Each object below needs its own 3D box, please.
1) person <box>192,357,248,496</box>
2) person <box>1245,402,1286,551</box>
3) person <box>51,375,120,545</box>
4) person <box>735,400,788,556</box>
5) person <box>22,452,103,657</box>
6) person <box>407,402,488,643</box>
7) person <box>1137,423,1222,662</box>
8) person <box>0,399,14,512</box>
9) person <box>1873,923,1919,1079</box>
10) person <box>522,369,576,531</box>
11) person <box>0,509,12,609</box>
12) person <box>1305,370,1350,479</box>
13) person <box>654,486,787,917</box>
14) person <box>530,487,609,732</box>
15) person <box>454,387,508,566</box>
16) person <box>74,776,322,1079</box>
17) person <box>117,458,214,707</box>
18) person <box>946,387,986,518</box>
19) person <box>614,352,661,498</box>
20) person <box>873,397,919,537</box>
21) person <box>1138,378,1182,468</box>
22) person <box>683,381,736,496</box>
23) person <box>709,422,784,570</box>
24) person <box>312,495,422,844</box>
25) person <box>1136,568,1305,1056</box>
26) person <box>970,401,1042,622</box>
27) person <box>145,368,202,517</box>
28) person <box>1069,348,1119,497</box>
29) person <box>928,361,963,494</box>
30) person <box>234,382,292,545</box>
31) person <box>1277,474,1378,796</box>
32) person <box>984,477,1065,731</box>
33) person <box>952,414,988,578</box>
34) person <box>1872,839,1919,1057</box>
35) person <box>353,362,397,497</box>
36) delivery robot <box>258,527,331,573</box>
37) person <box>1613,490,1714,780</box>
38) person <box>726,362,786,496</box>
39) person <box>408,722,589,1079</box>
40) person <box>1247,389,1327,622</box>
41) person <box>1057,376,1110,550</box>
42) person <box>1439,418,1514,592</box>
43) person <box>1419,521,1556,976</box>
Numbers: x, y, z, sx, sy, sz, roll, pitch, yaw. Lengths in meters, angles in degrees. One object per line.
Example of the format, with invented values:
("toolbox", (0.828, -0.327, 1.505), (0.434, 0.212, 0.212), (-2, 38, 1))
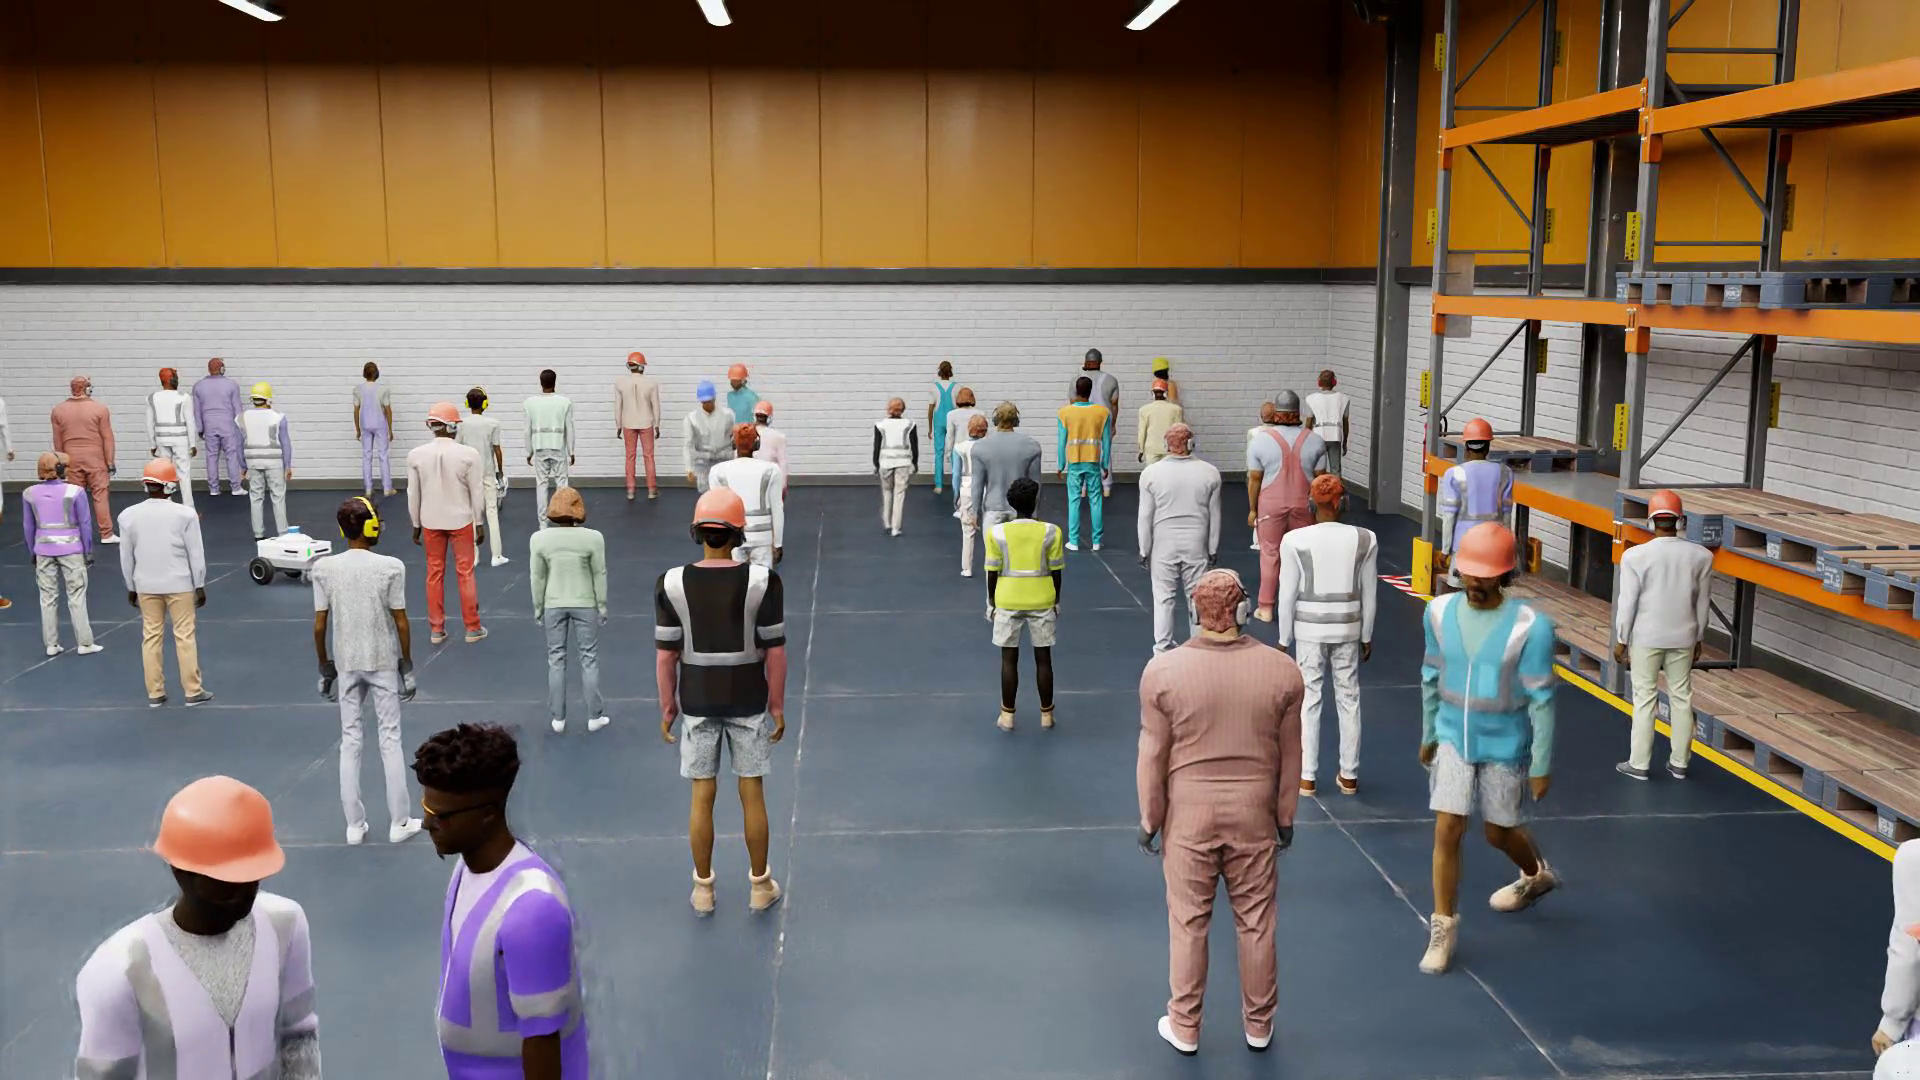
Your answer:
("person", (-10.120, -1.544, 22.773), (0.643, 1.909, 0.400), (0, 9, -1))
("person", (3.383, -0.688, 18.229), (0.515, 1.641, 0.314), (0, 9, -1))
("person", (-9.793, -0.891, 18.670), (0.643, 1.910, 0.400), (0, 9, -1))
("person", (-2.090, -0.614, 17.539), (0.580, 1.702, 0.883), (0, 9, 0))
("person", (-7.135, 0.117, 13.191), (0.515, 1.636, 0.314), (0, 9, -1))
("person", (-4.218, -0.142, 13.706), (0.613, 1.991, 0.392), (0, 9, -1))
("person", (1.670, 0.059, 12.724), (0.643, 1.905, 0.400), (0, 9, -1))
("person", (-11.968, -1.127, 20.406), (0.627, 1.836, 1.007), (-5, 10, -29))
("person", (2.220, 1.579, 3.739), (0.566, 1.713, 0.858), (-1, 9, -5))
("person", (-4.853, -1.058, 19.686), (0.590, 1.919, 0.399), (0, 9, -1))
("person", (-8.907, -0.284, 14.937), (0.575, 1.883, 0.362), (0, 9, -1))
("person", (4.602, -1.212, 20.896), (0.564, 1.840, 0.397), (0, 9, -1))
("person", (-1.120, 0.763, 7.857), (0.608, 2.045, 0.392), (0, 9, -1))
("person", (-2.584, 0.462, 11.036), (0.500, 1.632, 0.286), (0, 9, -1))
("person", (-4.999, -0.655, 17.304), (0.521, 1.873, 0.336), (0, 9, -1))
("person", (-1.743, 1.464, 3.877), (0.506, 1.909, 0.607), (7, 11, 36))
("person", (-5.571, 0.298, 11.679), (0.564, 1.752, 0.338), (0, 9, -1))
("person", (0.077, -1.084, 20.743), (0.500, 1.632, 0.286), (0, 9, -1))
("person", (-4.366, -1.553, 22.567), (0.613, 1.991, 0.391), (0, 9, -1))
("person", (-0.735, -0.868, 19.477), (0.519, 1.604, 0.810), (1, 9, 7))
("person", (2.484, -1.135, 20.698), (0.564, 1.747, 0.339), (0, 9, -1))
("person", (-2.714, -0.802, 18.207), (0.625, 1.874, 0.920), (-2, 9, -14))
("person", (-1.665, 0.018, 13.040), (0.575, 1.883, 0.362), (0, 9, -1))
("person", (-3.165, 0.694, 8.860), (0.521, 1.864, 0.336), (0, 9, -1))
("person", (0.997, 1.056, 6.463), (0.643, 1.905, 0.400), (0, 9, -1))
("person", (0.400, -0.240, 14.483), (0.629, 1.940, 0.379), (0, 9, -1))
("person", (-9.771, -1.193, 20.647), (0.575, 1.883, 0.362), (0, 9, -1))
("person", (1.818, -1.610, 22.770), (0.680, 2.000, 0.536), (0, 9, -1))
("person", (-0.196, -1.557, 23.047), (0.507, 1.846, 0.351), (0, 9, -1))
("person", (-7.788, -0.853, 18.661), (0.591, 1.834, 0.404), (0, 9, -1))
("person", (2.126, 0.555, 9.666), (0.575, 1.883, 0.362), (0, 9, -1))
("person", (0.427, 0.429, 11.035), (0.535, 1.699, 0.322), (0, 9, -1))
("person", (0.178, -0.433, 16.626), (0.515, 1.641, 0.314), (0, 9, -1))
("person", (2.923, 1.382, 4.837), (0.525, 1.769, 0.327), (0, 9, -1))
("person", (-8.011, -1.508, 22.737), (0.507, 1.846, 0.351), (0, 9, -1))
("delivery robot", (-6.524, 0.112, 16.311), (0.707, 0.478, 0.477), (4, 10, 23))
("person", (4.201, 0.569, 9.993), (0.564, 1.747, 0.339), (0, 9, -1))
("person", (-2.657, -1.299, 21.139), (0.657, 1.948, 0.885), (8, 12, 41))
("person", (-1.060, 1.384, 4.311), (0.816, 1.935, 0.611), (-5, 11, -31))
("person", (2.833, -0.305, 14.572), (0.680, 2.000, 0.536), (0, 9, -1))
("person", (1.360, -0.839, 18.305), (0.590, 1.920, 0.399), (0, 9, -1))
("person", (3.954, 0.033, 12.789), (0.546, 1.934, 0.376), (0, 9, -1))
("person", (2.364, 0.869, 7.385), (0.652, 1.998, 0.905), (8, 12, 41))
